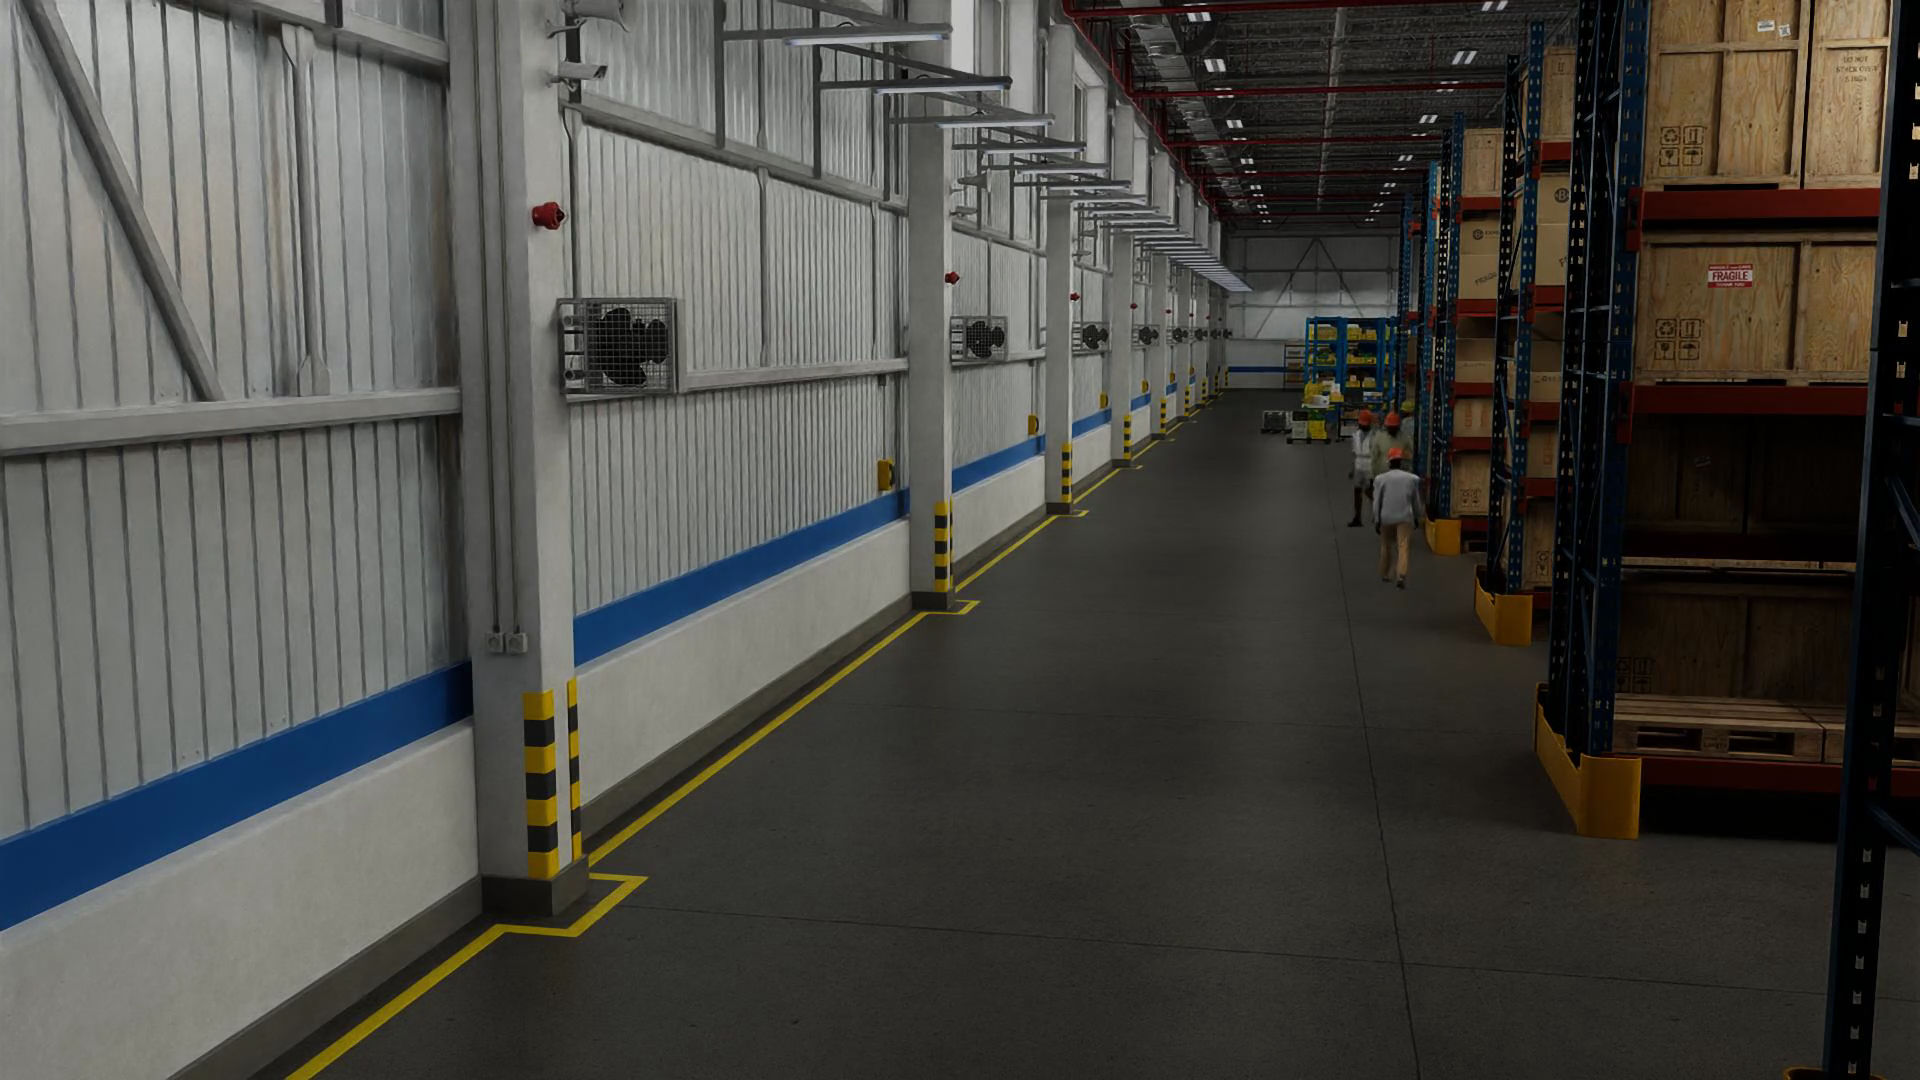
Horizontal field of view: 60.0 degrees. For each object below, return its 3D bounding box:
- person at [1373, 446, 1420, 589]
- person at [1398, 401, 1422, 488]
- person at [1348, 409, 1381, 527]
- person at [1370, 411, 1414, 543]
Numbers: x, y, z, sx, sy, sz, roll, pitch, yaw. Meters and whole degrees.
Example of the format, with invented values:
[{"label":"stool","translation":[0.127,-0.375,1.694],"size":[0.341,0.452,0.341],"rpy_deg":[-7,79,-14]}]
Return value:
[{"label":"person","translation":[5.312,-0.281,20.244],"size":[0.561,1.722,0.846],"rpy_deg":[1,7,11]},{"label":"person","translation":[8.706,-1.805,32.204],"size":[0.745,1.783,0.695],"rpy_deg":[-2,7,-18]},{"label":"person","translation":[6.436,-1.130,26.326],"size":[0.581,1.900,0.634],"rpy_deg":[-6,9,-41]},{"label":"person","translation":[6.348,-0.922,24.435],"size":[0.623,1.962,0.490],"rpy_deg":[2,7,12]}]
